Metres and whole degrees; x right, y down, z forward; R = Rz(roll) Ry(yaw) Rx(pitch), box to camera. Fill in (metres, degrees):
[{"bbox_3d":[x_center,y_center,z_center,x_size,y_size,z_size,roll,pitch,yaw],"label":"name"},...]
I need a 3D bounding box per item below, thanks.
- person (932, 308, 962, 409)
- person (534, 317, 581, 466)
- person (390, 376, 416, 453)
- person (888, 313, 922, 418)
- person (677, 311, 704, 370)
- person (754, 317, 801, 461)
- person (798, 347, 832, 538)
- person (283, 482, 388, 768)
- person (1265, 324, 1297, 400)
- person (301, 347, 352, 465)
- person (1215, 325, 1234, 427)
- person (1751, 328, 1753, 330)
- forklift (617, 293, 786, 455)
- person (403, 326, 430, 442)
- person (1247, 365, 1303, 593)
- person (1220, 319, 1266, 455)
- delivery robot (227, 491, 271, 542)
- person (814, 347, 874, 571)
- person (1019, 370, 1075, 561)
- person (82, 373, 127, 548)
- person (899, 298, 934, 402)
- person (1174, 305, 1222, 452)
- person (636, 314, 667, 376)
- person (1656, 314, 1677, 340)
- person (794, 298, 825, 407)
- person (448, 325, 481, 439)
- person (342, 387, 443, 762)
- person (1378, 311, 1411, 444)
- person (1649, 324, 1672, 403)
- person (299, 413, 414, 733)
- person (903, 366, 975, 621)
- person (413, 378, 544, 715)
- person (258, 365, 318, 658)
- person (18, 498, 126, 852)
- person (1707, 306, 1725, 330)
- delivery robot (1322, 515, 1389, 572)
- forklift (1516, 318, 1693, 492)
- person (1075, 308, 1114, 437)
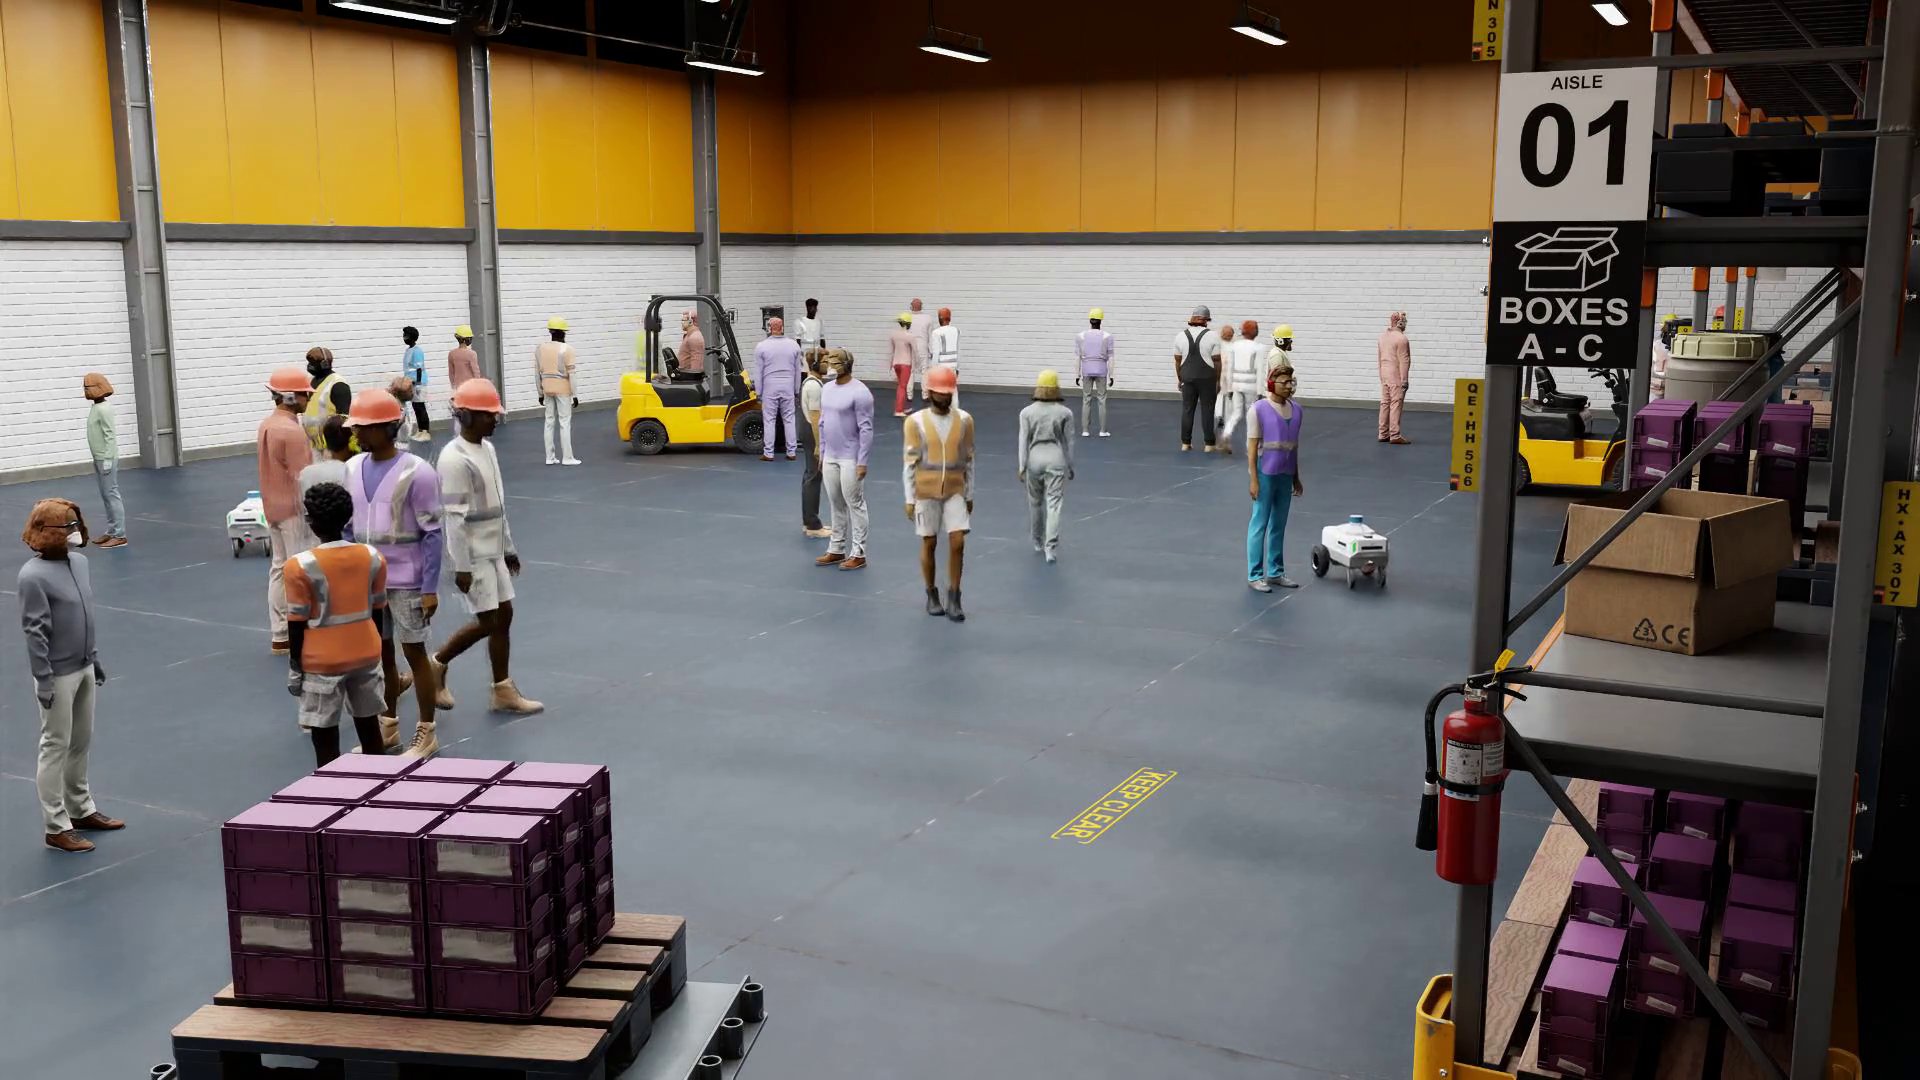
[{"bbox_3d":[-0.228,-2.703,26.183,0.576,1.883,0.355,-9,13,-43],"label":"person"},{"bbox_3d":[-5.197,-1.917,21.509,0.594,1.923,0.372,4,10,20],"label":"person"},{"bbox_3d":[-5.442,-0.758,15.763,0.618,1.594,0.524,-1,10,-6],"label":"person"},{"bbox_3d":[-0.872,-2.940,27.952,0.557,1.731,0.802,7,12,35],"label":"person"},{"bbox_3d":[-3.916,-2.372,24.195,0.407,1.908,0.641,-2,10,-13],"label":"person"},{"bbox_3d":[-2.415,-1.987,22.002,0.644,1.899,0.405,-4,11,-23],"label":"person"},{"bbox_3d":[-1.394,-0.945,16.113,0.348,1.846,0.506,-2,10,-10],"label":"person"},{"bbox_3d":[-2.905,0.570,7.793,0.321,1.689,0.531,6,12,32],"label":"person"},{"bbox_3d":[4.132,-1.855,21.413,0.404,1.832,0.596,2,10,10],"label":"person"},{"bbox_3d":[-6.163,-0.955,16.181,0.624,1.844,0.430,8,13,38],"label":"person"},{"bbox_3d":[4.201,-2.600,26.355,0.517,1.610,0.770,2,10,10],"label":"person"},{"bbox_3d":[11.807,-2.528,25.143,0.763,1.910,0.352,-5,11,-27],"label":"person"},{"bbox_3d":[-3.588,-2.317,23.042,2.313,2.155,1.214,-1,10,-5],"label":"forklift"},{"bbox_3d":[-7.942,-2.274,24.258,0.321,1.690,0.536,-7,12,-34],"label":"person"},{"bbox_3d":[2.558,-0.510,13.583,0.564,1.848,0.388,-7,12,-36],"label":"person"},{"bbox_3d":[3.818,-2.040,22.426,0.580,1.865,0.720,8,13,38],"label":"person"},{"bbox_3d":[-6.473,-0.206,15.277,0.477,0.478,0.707,-1,9,-9],"label":"delivery robot"},{"bbox_3d":[-1.009,-0.706,14.458,0.372,1.941,0.627,-9,13,-43],"label":"person"},{"bbox_3d":[0.789,-0.682,15.031,0.504,1.693,0.913,1,10,4],"label":"person"},{"bbox_3d":[-8.019,-0.744,15.561,0.271,1.632,0.508,-8,12,-37],"label":"person"},{"bbox_3d":[-0.796,-3.498,30.712,0.653,1.906,0.408,0,10,1],"label":"person"},{"bbox_3d":[3.335,-2.248,23.089,0.674,2.000,0.535,5,11,29],"label":"person"},{"bbox_3d":[-4.622,-2.483,25.065,0.432,1.828,0.649,-8,13,-39],"label":"person"},{"bbox_3d":[10.653,-2.495,25.120,0.404,1.834,0.592,4,10,21],"label":"person"},{"bbox_3d":[-2.643,-3.305,29.474,0.607,1.952,0.378,-6,11,-30],"label":"person"},{"bbox_3d":[-6.732,-2.041,22.686,0.522,1.769,0.311,5,11,27],"label":"person"},{"bbox_3d":[-3.055,0.206,8.876,0.615,2.040,0.391,4,11,24],"label":"person"},{"bbox_3d":[6.292,-2.337,23.992,0.407,1.906,0.655,-3,10,-17],"label":"person"},{"bbox_3d":[9.356,-1.973,22.090,0.621,1.839,0.429,3,10,15],"label":"person"},{"bbox_3d":[-3.618,0.167,9.781,0.497,1.809,0.975,2,10,10],"label":"person"},{"bbox_3d":[-0.141,-0.339,12.405,0.565,1.908,0.721,-2,10,-12],"label":"person"},{"bbox_3d":[-2.857,0.059,9.784,0.688,2.022,0.624,1,10,3],"label":"person"},{"bbox_3d":[-4.515,-0.184,11.278,0.398,1.989,0.621,-9,13,-43],"label":"person"},{"bbox_3d":[-4.133,0.613,7.705,0.275,1.632,0.507,0,10,-1],"label":"person"},{"bbox_3d":[11.706,-2.628,25.740,0.464,1.941,0.565,-9,13,-41],"label":"person"},{"bbox_3d":[3.302,0.035,13.900,0.477,0.478,0.707,-2,10,-9],"label":"delivery robot"},{"bbox_3d":[7.066,-1.601,18.899,2.313,2.155,1.214,5,11,27],"label":"forklift"},{"bbox_3d":[2.010,-2.491,24.827,0.590,1.926,0.388,2,10,13],"label":"person"}]
